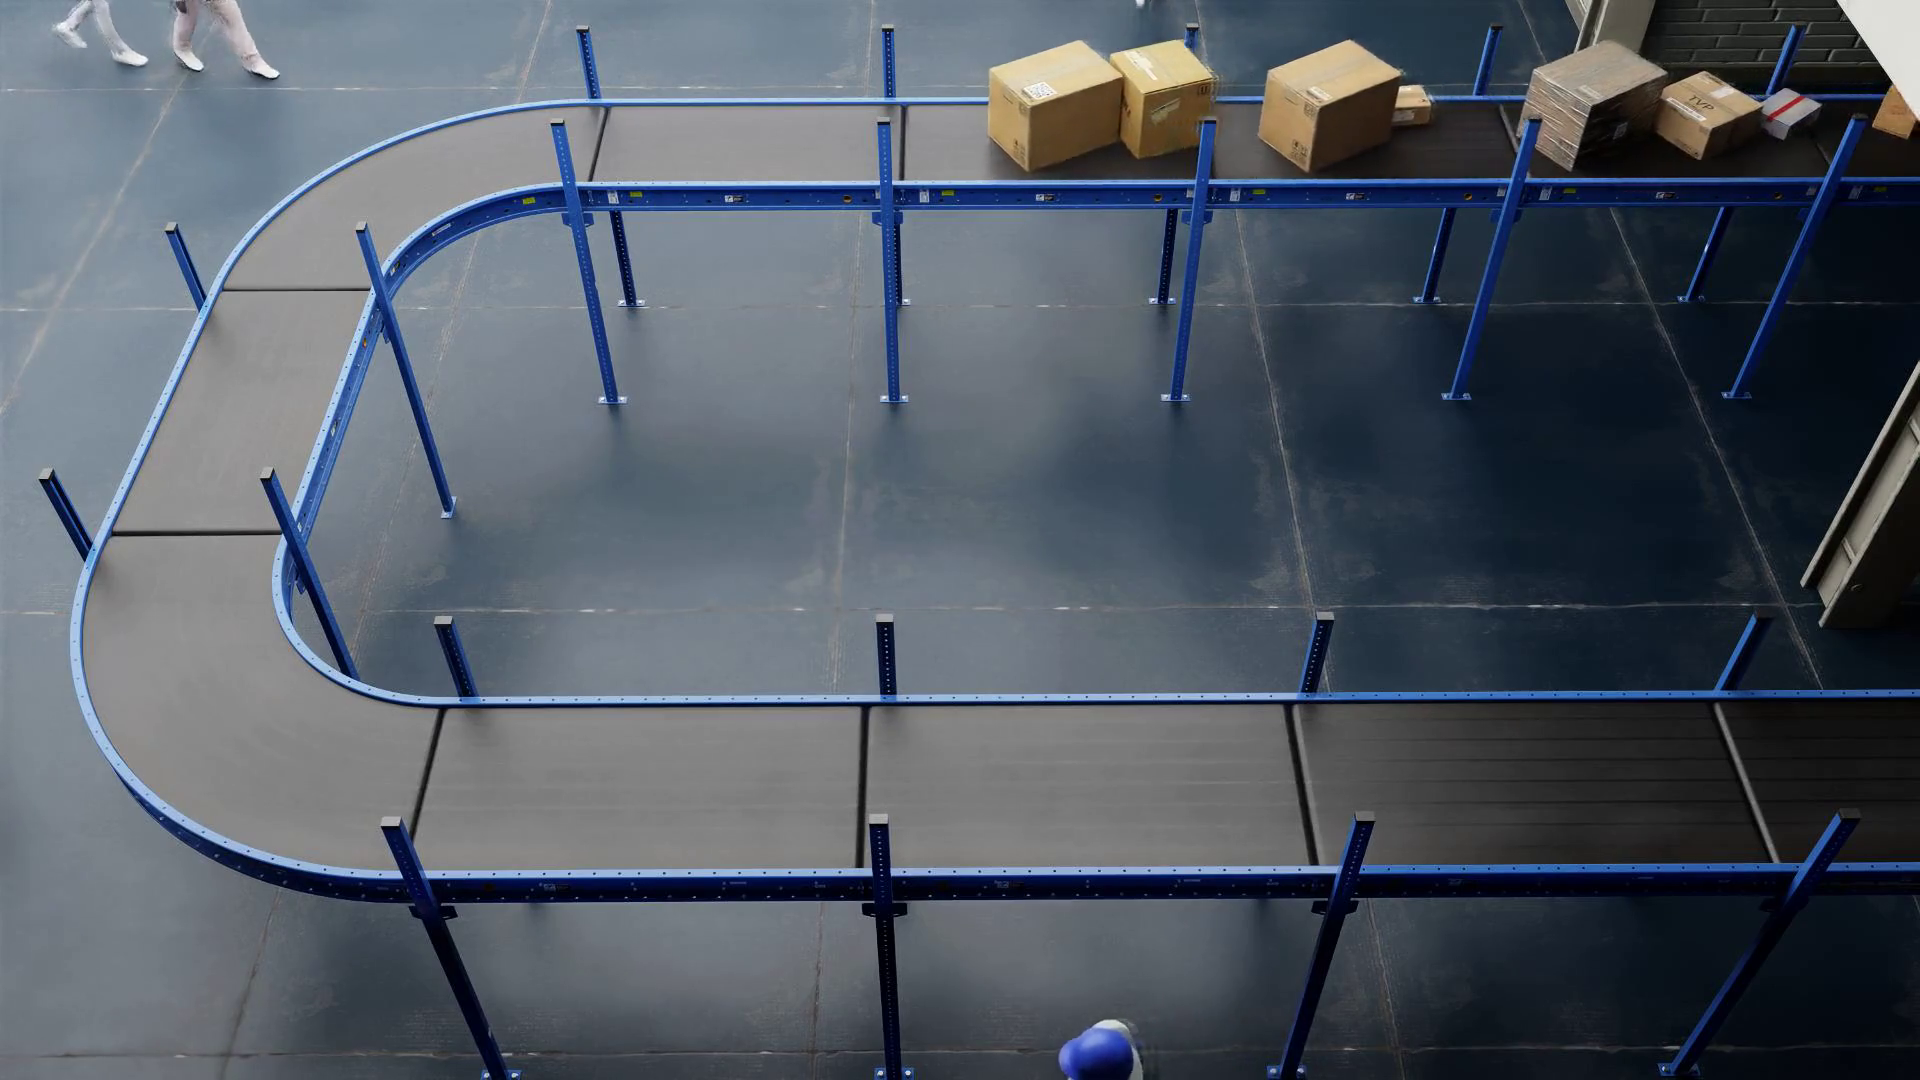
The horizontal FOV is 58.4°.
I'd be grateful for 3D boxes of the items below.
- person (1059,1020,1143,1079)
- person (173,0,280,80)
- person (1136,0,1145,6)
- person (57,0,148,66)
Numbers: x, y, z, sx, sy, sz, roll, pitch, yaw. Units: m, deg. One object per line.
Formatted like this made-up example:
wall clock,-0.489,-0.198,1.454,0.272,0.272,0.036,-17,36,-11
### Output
person,0.677,2.618,7.520,0.814,1.926,0.611,4,47,4
person,-6.476,-4.767,14.458,0.988,1.865,0.663,19,50,17
person,1.708,-5.770,15.410,0.515,1.841,0.701,1,47,1
person,-7.535,-4.859,14.558,0.669,1.833,0.582,4,47,3
